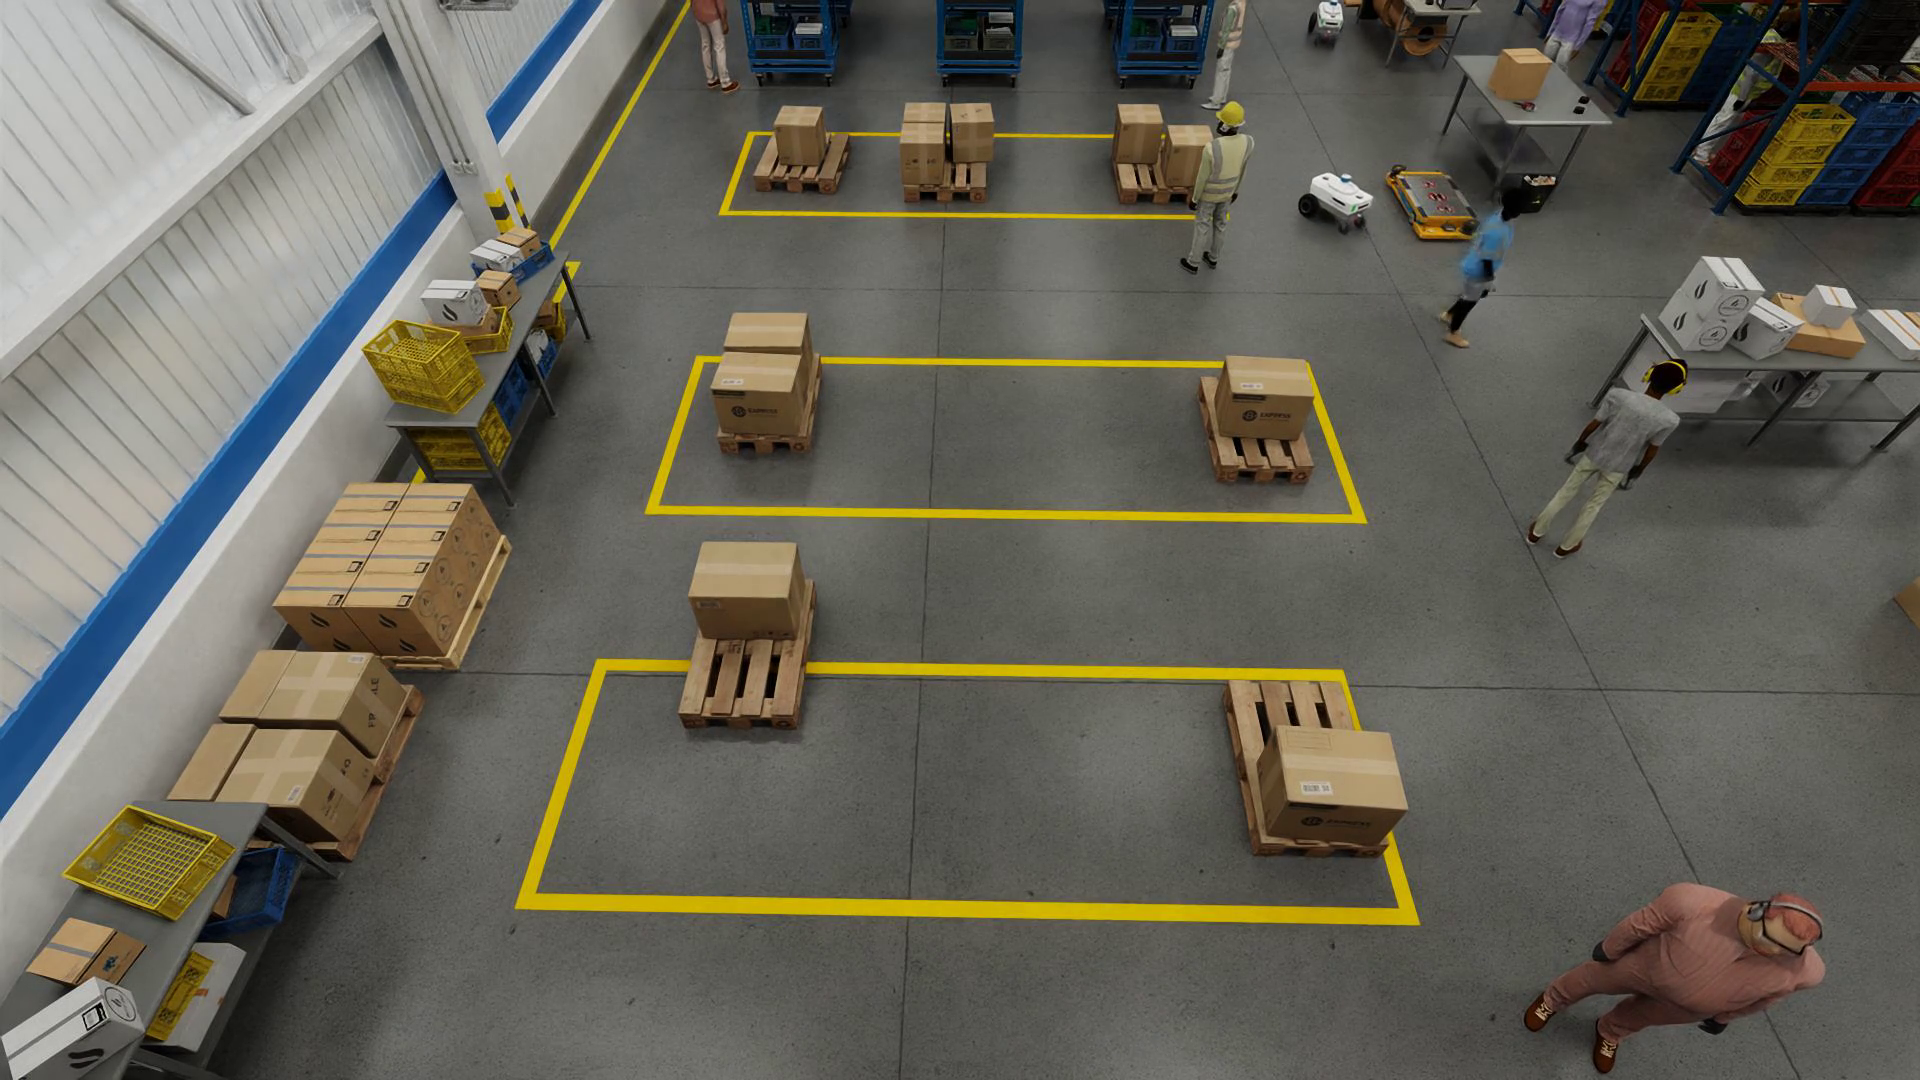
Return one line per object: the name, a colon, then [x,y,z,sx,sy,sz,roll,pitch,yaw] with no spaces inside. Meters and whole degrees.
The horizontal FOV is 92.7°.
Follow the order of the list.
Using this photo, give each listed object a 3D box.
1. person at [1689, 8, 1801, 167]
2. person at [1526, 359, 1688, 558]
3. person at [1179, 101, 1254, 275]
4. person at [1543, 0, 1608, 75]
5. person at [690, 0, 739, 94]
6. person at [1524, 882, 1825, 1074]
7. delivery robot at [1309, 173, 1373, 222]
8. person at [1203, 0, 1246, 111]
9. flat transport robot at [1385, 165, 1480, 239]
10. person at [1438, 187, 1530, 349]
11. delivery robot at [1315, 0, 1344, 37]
person: [9.663,-5.517,11.257,0.429,1.846,0.627,30,55,23]
person: [4.926,-0.602,6.988,0.329,1.869,0.518,-35,58,-26]
person: [2.699,-3.694,9.684,0.600,1.834,0.404,-18,51,-15]
person: [8.075,-6.685,12.212,0.361,1.932,0.627,-12,50,-10]
person: [-3.450,-7.270,12.687,0.608,1.987,0.402,24,53,19]
person: [3.528,2.184,4.550,0.643,1.910,0.411,28,55,22]
delivery robot: [4.468,-4.047,10.772,0.477,0.478,0.707,-26,54,-21]
person: [3.642,-6.724,12.443,0.317,1.630,0.523,24,53,19]
flat transport robot: [5.692,-4.094,11.059,0.652,0.197,1.431,1,49,1]
person: [5.069,-2.603,8.840,0.414,1.681,0.560,30,56,24]
delivery robot: [5.795,-8.187,14.356,0.477,0.478,0.707,9,50,7]
